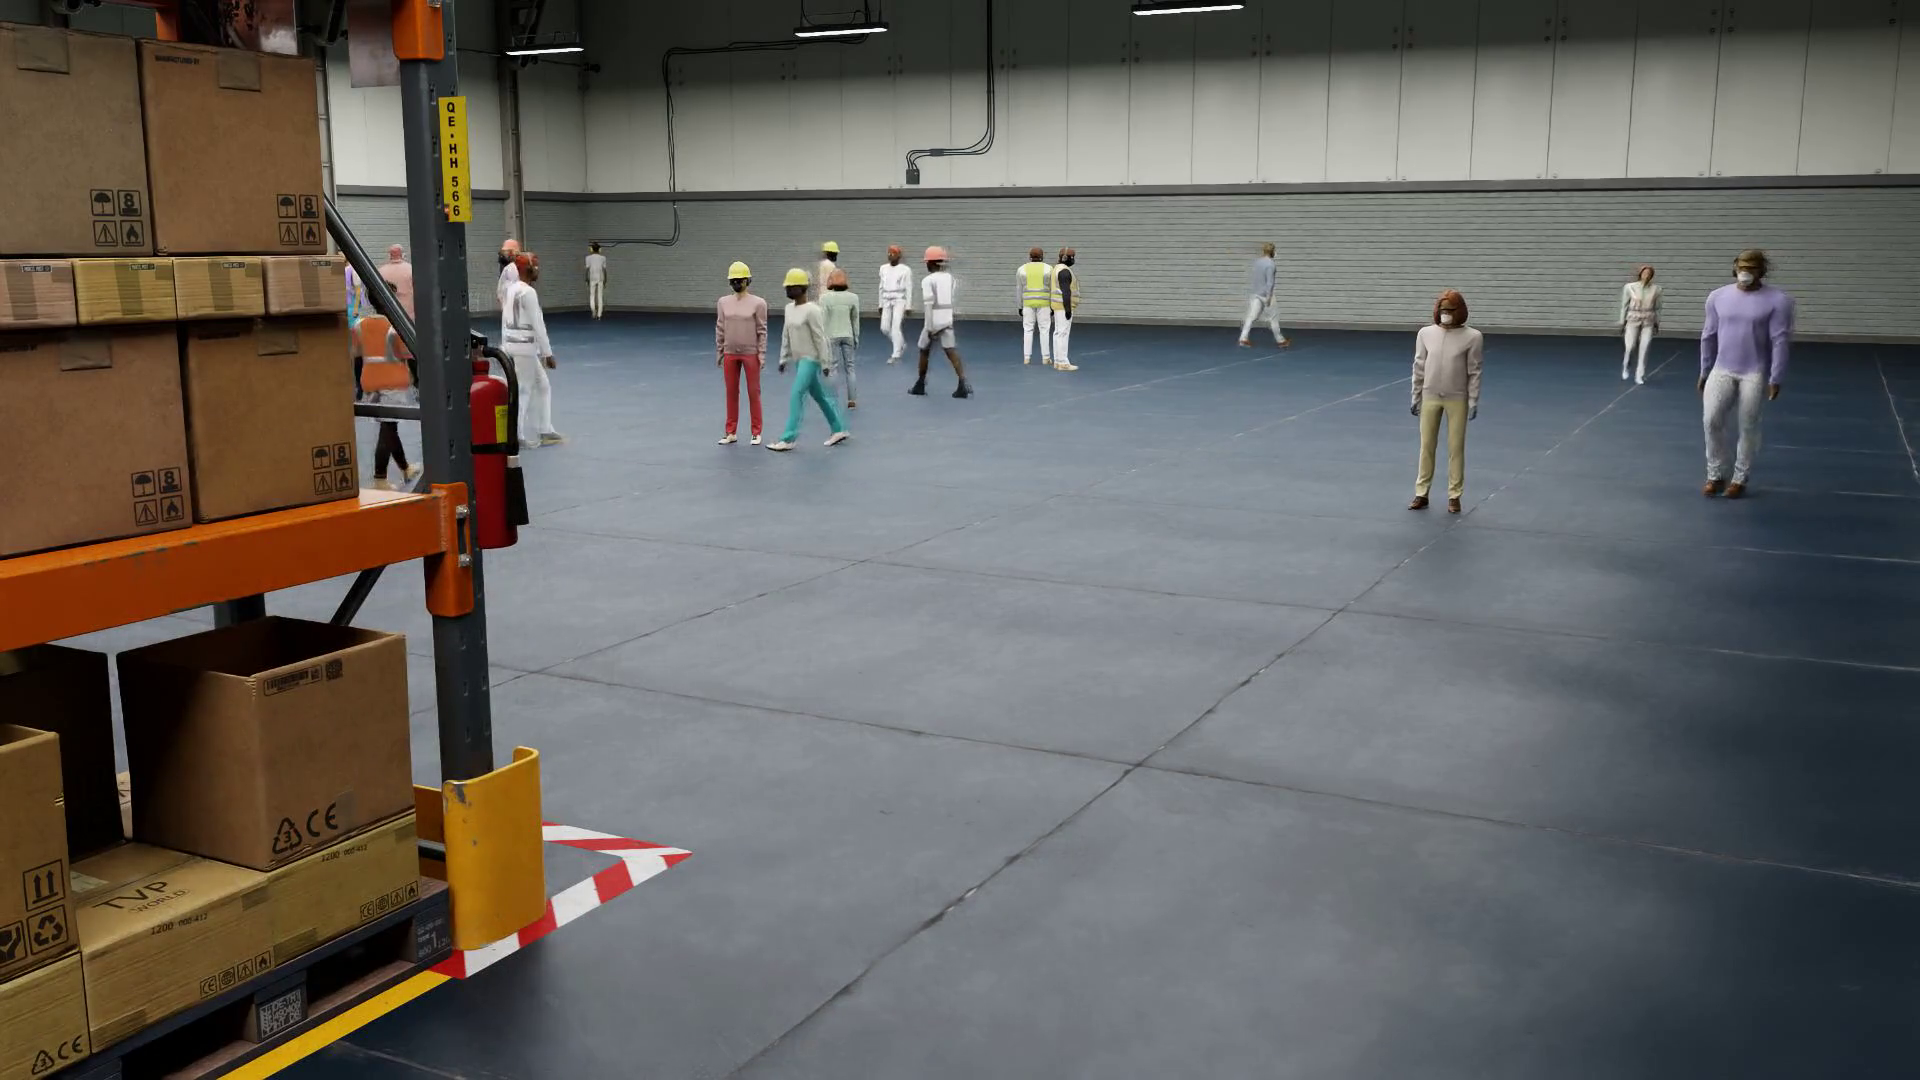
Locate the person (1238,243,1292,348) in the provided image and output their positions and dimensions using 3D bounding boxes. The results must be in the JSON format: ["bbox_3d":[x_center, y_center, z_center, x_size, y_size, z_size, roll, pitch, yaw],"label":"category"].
[{"bbox_3d":[5.498,-4.405,30.000,1.027,1.890,0.663,-4,11,-19],"label":"person"}]

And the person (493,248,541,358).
[{"bbox_3d":[-7.360,-3.932,27.623,0.801,1.819,0.638,-3,11,-15],"label":"person"}]

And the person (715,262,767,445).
[{"bbox_3d":[-2.118,-1.798,16.098,0.523,1.769,0.309,2,11,12],"label":"person"}]

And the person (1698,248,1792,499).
[{"bbox_3d":[5.931,-1.250,12.679,0.662,1.919,0.626,9,14,41],"label":"person"}]

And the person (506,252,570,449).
[{"bbox_3d":[-3.996,-1.786,15.796,0.780,1.860,0.580,-5,12,-27],"label":"person"}]

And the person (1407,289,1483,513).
[{"bbox_3d":[3.552,-1.015,12.188,0.497,1.633,0.278,6,12,30],"label":"person"}]

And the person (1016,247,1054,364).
[{"bbox_3d":[1.205,-3.683,26.174,0.626,1.844,0.429,2,11,9],"label":"person"}]

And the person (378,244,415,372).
[{"bbox_3d":[-8.088,-3.333,24.111,0.680,1.891,0.423,-1,10,-5],"label":"person"}]

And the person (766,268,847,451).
[{"bbox_3d":[-1.438,-1.714,15.790,0.932,1.718,0.510,-7,12,-34],"label":"person"}]

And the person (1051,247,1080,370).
[{"bbox_3d":[1.582,-3.471,25.033,0.430,1.838,0.619,-1,10,-8],"label":"person"}]

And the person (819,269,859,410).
[{"bbox_3d":[-1.409,-2.329,19.358,0.507,1.630,0.268,-5,11,-25],"label":"person"}]

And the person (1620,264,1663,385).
[{"bbox_3d":[9.262,-2.932,22.627,0.523,1.625,0.386,2,11,11],"label":"person"}]

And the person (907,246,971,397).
[{"bbox_3d":[-0.247,-2.729,20.852,0.547,1.895,0.996,-9,14,-40],"label":"person"}]

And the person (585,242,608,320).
[{"bbox_3d":[-8.666,-6.170,39.697,0.502,1.857,0.407,-2,11,-13],"label":"person"}]

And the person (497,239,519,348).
[{"bbox_3d":[-8.053,-4.475,30.180,0.616,1.964,0.900,8,13,38],"label":"person"}]

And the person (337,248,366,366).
[{"bbox_3d":[-9.500,-3.649,25.969,0.376,1.844,0.573,-8,13,-39],"label":"person"}]

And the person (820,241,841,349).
[{"bbox_3d":[-2.268,-4.323,29.465,0.418,1.912,0.595,-2,11,-12],"label":"person"}]

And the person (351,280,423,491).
[{"bbox_3d":[-4.470,-1.218,13.195,0.552,1.658,0.818,4,11,19],"label":"person"}]

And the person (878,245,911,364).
[{"bbox_3d":[-1.006,-3.733,26.365,0.593,1.870,0.507,7,12,33],"label":"person"}]
